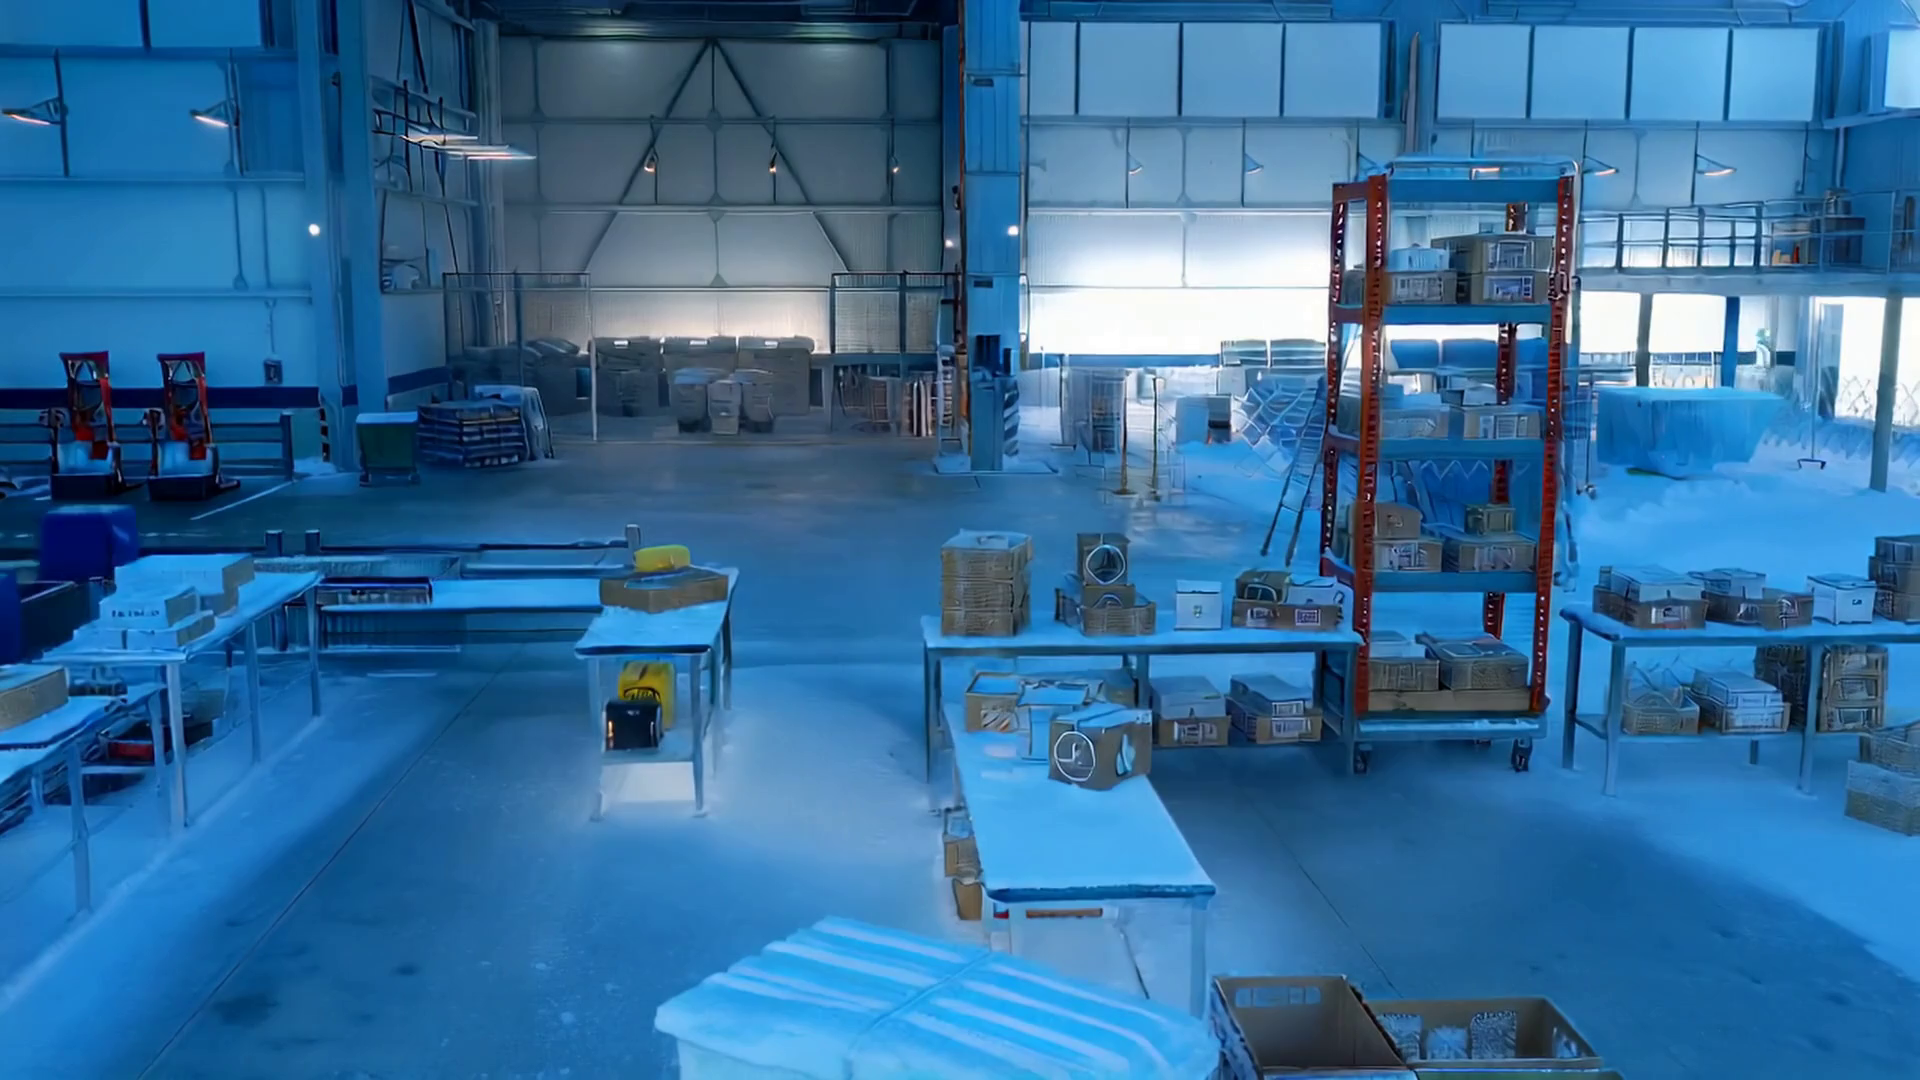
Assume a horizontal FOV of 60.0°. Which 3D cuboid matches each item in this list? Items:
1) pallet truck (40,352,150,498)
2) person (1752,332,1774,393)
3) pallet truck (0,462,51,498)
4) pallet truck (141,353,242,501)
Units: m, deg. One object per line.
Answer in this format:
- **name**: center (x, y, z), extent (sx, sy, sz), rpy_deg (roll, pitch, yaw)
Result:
- **pallet truck**: center (-11.907, -1.642, 23.165), extent (0.823, 1.965, 1.885), rpy_deg (0, 9, 0)
- **person**: center (16.853, -3.455, 35.000), extent (0.468, 1.851, 0.622), rpy_deg (7, 12, 38)
- **pallet truck**: center (-13.193, -1.293, 23.148), extent (0.653, 1.274, 1.630), rpy_deg (-1, 9, -4)
- **pallet truck**: center (-10.520, -1.604, 22.925), extent (0.823, 1.965, 1.885), rpy_deg (-1, 9, -6)
